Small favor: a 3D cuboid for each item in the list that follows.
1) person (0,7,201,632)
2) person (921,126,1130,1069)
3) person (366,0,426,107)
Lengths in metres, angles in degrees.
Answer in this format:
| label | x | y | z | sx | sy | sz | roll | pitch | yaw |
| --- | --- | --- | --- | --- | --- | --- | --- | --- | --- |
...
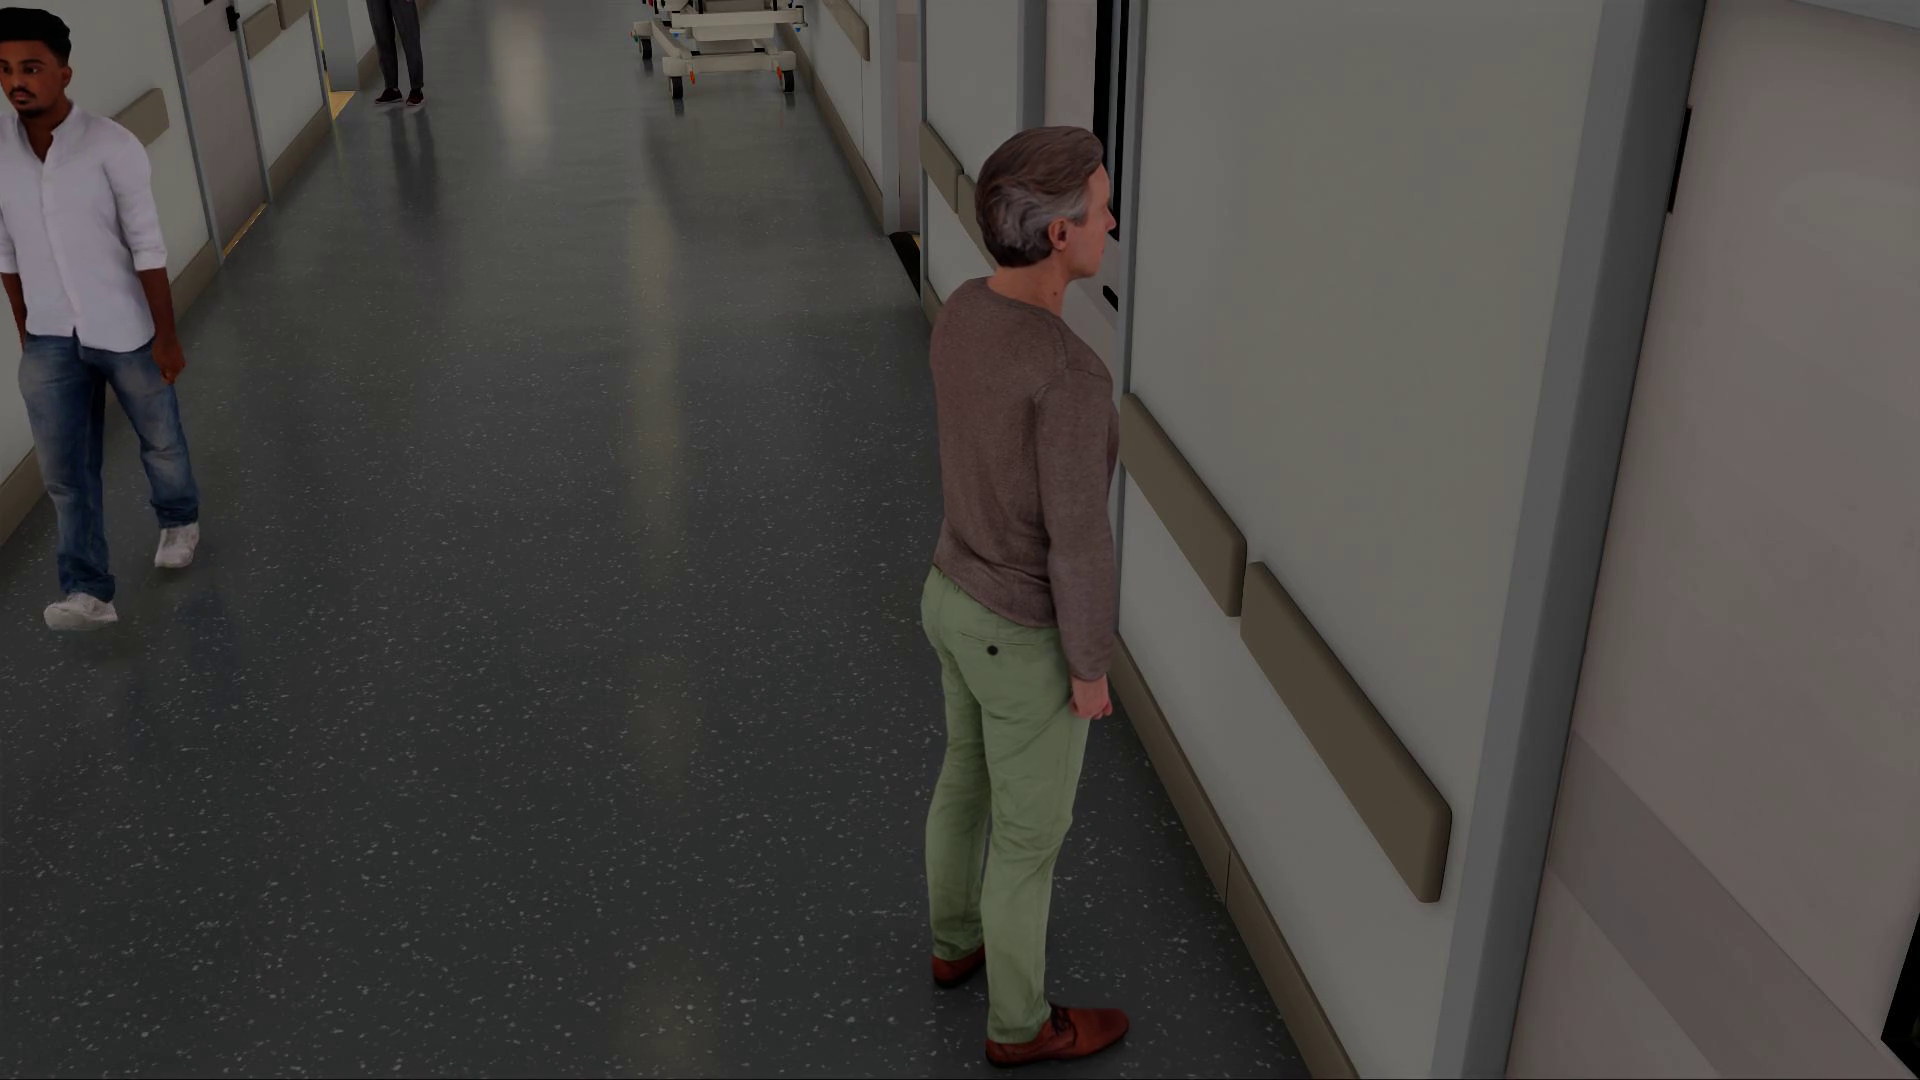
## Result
| label | x | y | z | sx | sy | sz | roll | pitch | yaw |
| --- | --- | --- | --- | --- | --- | --- | --- | --- | --- |
| person | -2.570 | -0.674 | 5.008 | 1.052 | 1.775 | 0.708 | -4 | 26 | -9 |
| person | 0.100 | 0.161 | 3.168 | 0.698 | 1.870 | 0.742 | -12 | 28 | -24 |
| person | -4.136 | -4.039 | 12.035 | 0.586 | 1.734 | 0.733 | 5 | 26 | 10 |
